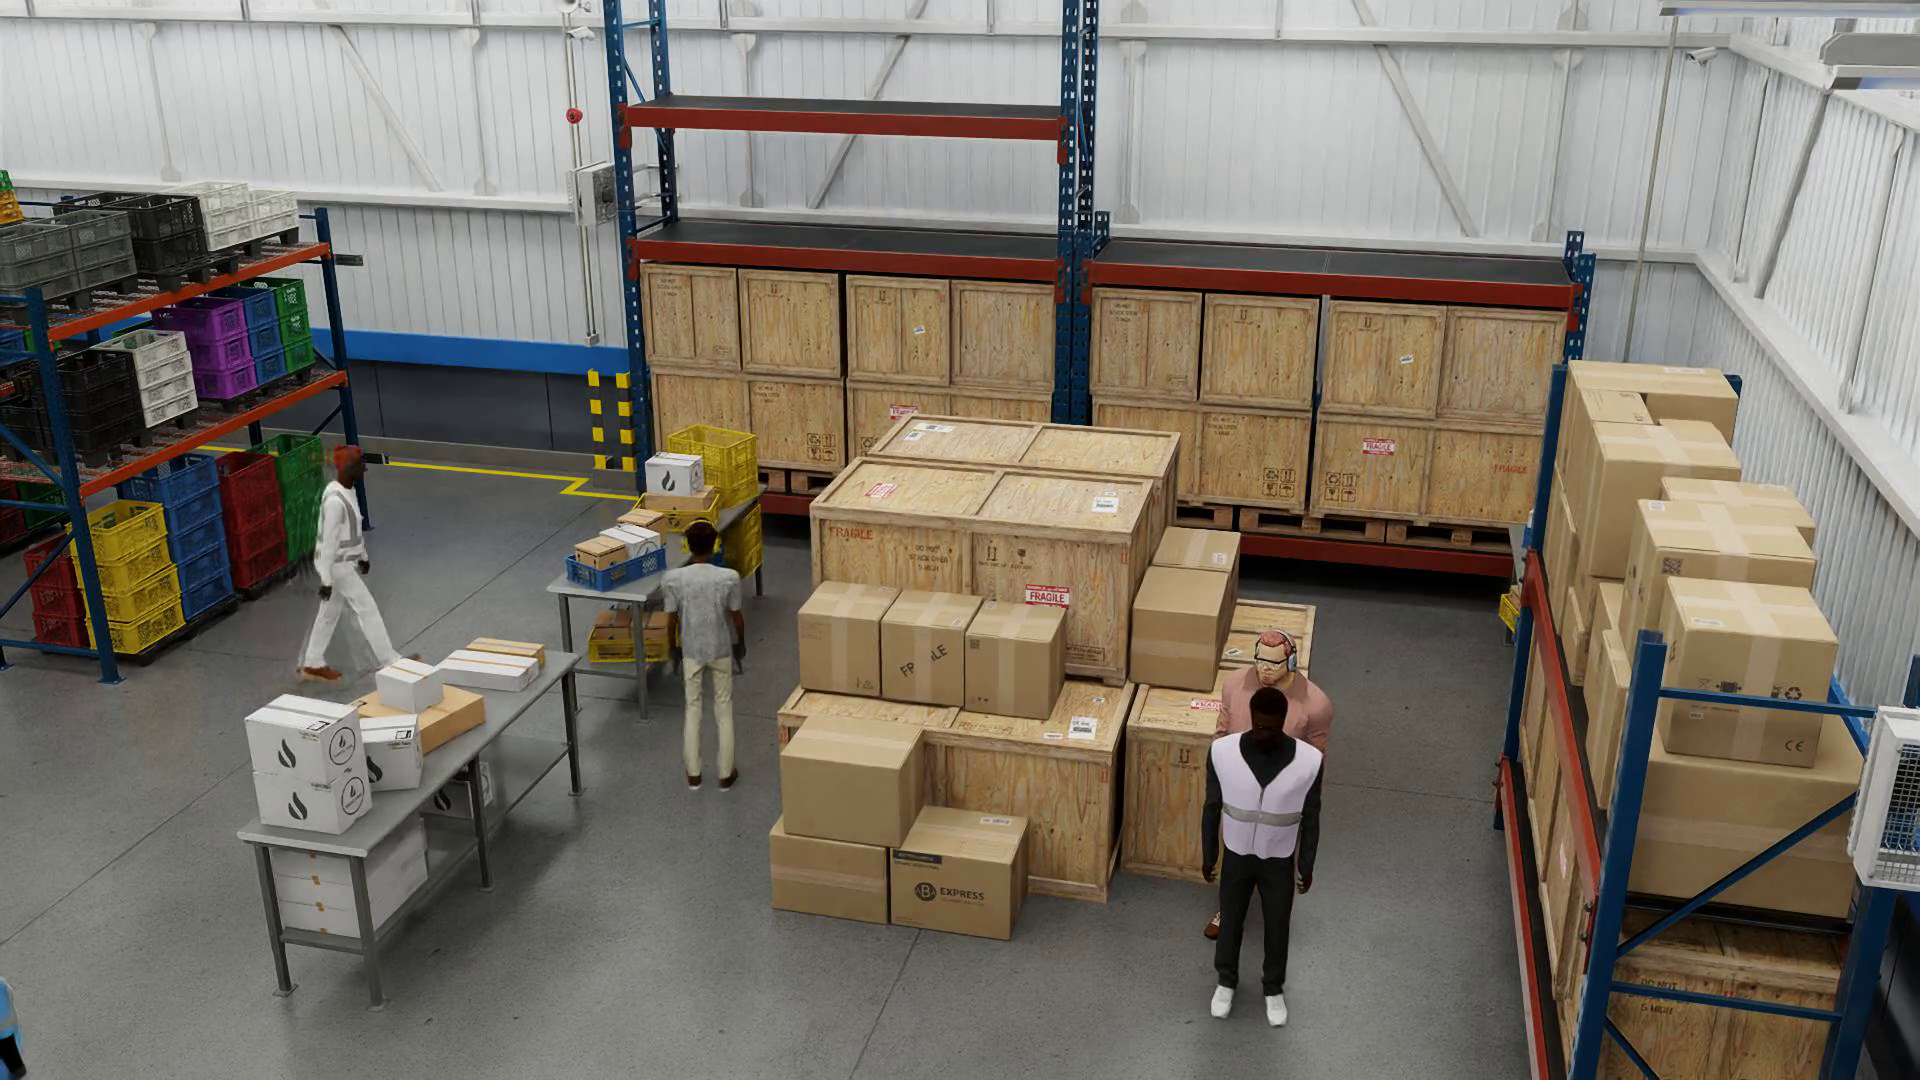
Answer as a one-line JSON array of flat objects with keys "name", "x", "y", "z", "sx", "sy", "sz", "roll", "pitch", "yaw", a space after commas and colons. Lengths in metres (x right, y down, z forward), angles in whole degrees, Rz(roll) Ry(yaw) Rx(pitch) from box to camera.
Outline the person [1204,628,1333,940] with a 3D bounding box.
[{"name": "person", "x": 1.670, "y": 1.372, "z": 9.143, "sx": 0.642, "sy": 1.909, "sz": 0.410, "roll": 11, "pitch": 23, "yaw": 26}]

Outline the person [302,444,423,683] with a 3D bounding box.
[{"name": "person", "x": -4.533, "y": 0.188, "z": 12.328, "sx": 0.963, "sy": 1.830, "sz": 0.607, "roll": -6, "pitch": 22, "yaw": -16}]

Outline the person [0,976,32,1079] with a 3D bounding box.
[{"name": "person", "x": -4.183, "y": 2.256, "z": 7.120, "sx": 0.529, "sy": 1.697, "sz": 0.321, "roll": 9, "pitch": 23, "yaw": 23}]

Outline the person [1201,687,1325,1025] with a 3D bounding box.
[{"name": "person", "x": 1.534, "y": 1.600, "z": 8.550, "sx": 0.591, "sy": 1.911, "sz": 0.389, "roll": 4, "pitch": 21, "yaw": 11}]

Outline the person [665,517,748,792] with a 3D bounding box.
[{"name": "person", "x": -1.653, "y": 0.756, "z": 10.841, "sx": 0.514, "sy": 1.853, "sz": 0.366, "roll": -1, "pitch": 21, "yaw": -2}]
